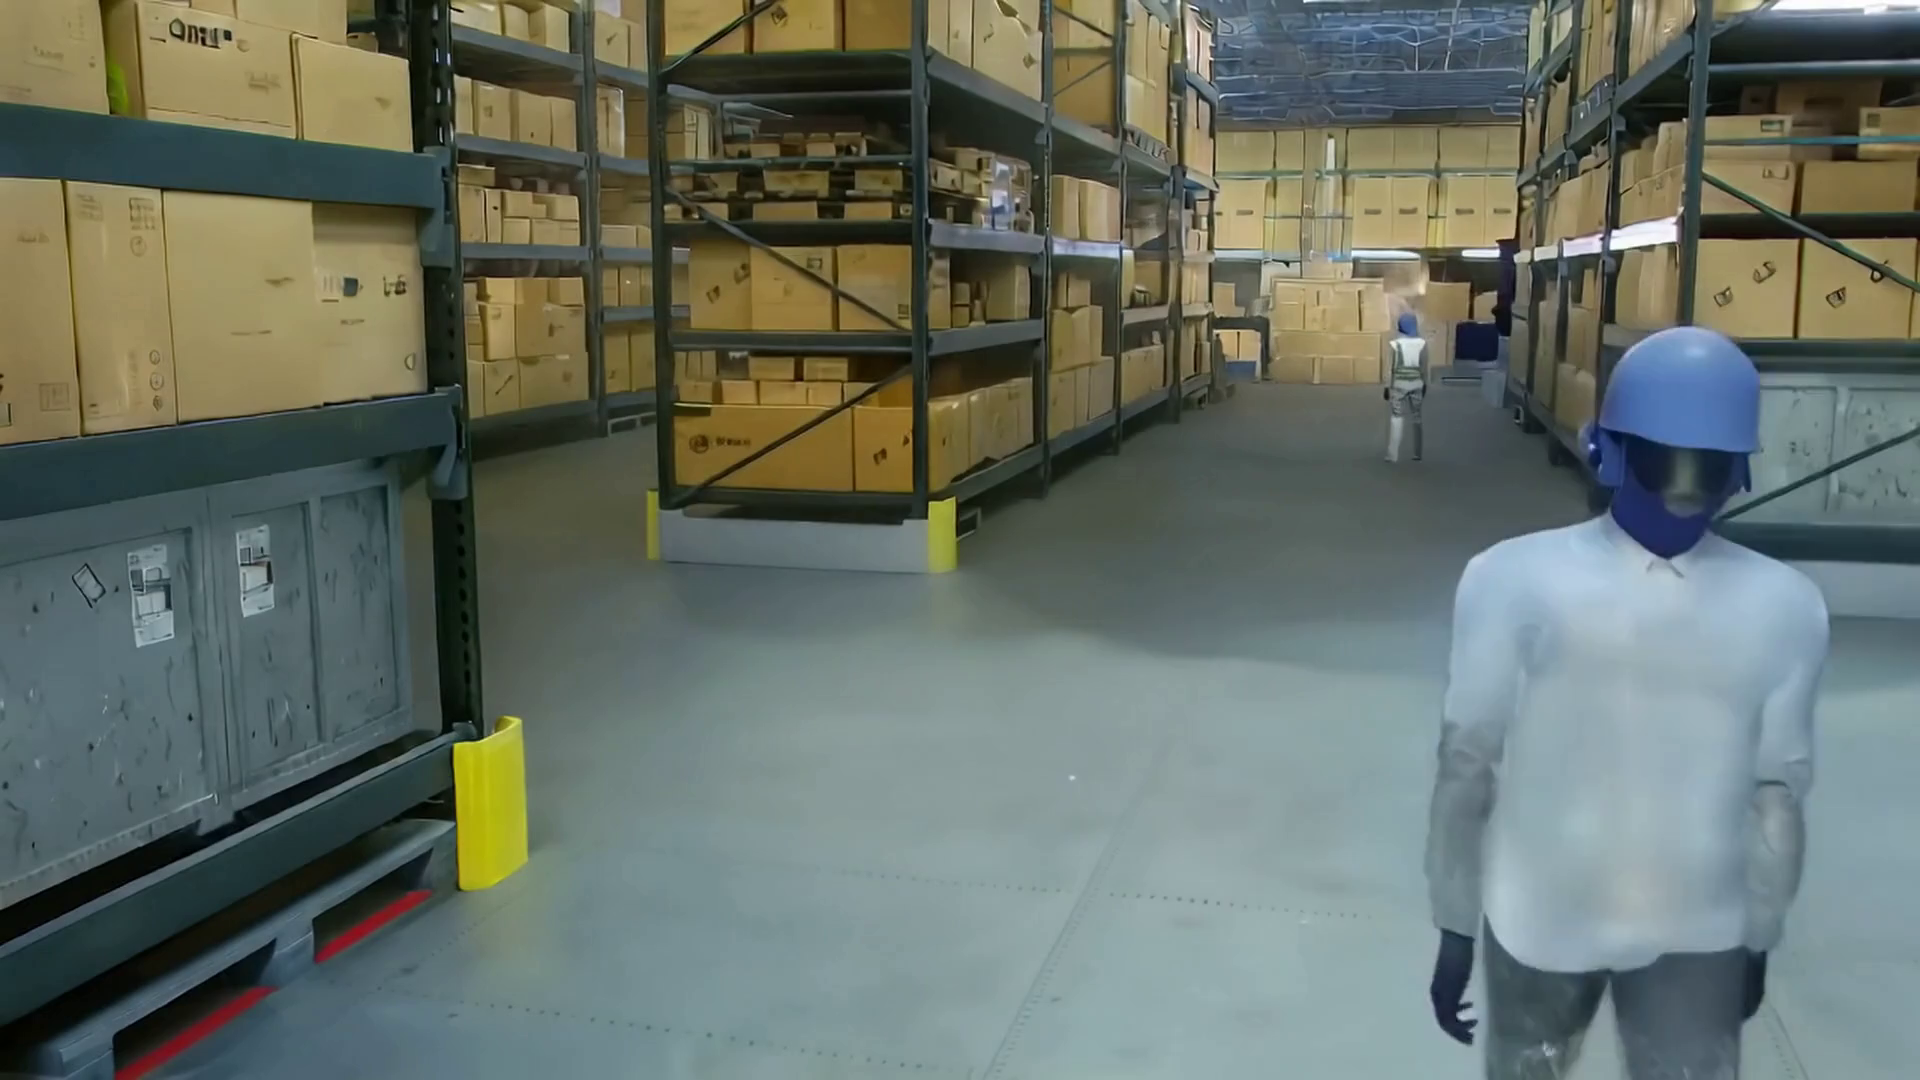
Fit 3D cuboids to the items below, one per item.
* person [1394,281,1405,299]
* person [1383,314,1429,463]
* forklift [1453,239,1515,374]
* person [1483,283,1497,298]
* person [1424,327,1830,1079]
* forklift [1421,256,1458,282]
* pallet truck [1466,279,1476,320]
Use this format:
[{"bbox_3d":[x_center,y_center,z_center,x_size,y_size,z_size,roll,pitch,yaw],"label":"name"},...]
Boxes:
[{"bbox_3d":[14.739,-7.740,55.993,0.681,1.922,0.642,0,9,0],"label":"person"},{"bbox_3d":[4.908,-1.662,18.302,0.511,1.630,0.315,-2,9,-11],"label":"person"},{"bbox_3d":[11.341,-4.852,34.600,1.873,2.768,1.129,4,10,23],"label":"forklift"},{"bbox_3d":[17.692,-7.618,55.368,0.617,1.868,0.410,9,12,43],"label":"person"},{"bbox_3d":[1.106,0.609,2.861,0.620,1.958,0.981,2,9,11],"label":"person"},{"bbox_3d":[12.355,-6.175,43.004,1.129,2.768,1.873,2,9,15],"label":"forklift"},{"bbox_3d":[18.896,-8.459,60.307,1.885,1.965,0.823,5,10,31],"label":"pallet truck"}]
